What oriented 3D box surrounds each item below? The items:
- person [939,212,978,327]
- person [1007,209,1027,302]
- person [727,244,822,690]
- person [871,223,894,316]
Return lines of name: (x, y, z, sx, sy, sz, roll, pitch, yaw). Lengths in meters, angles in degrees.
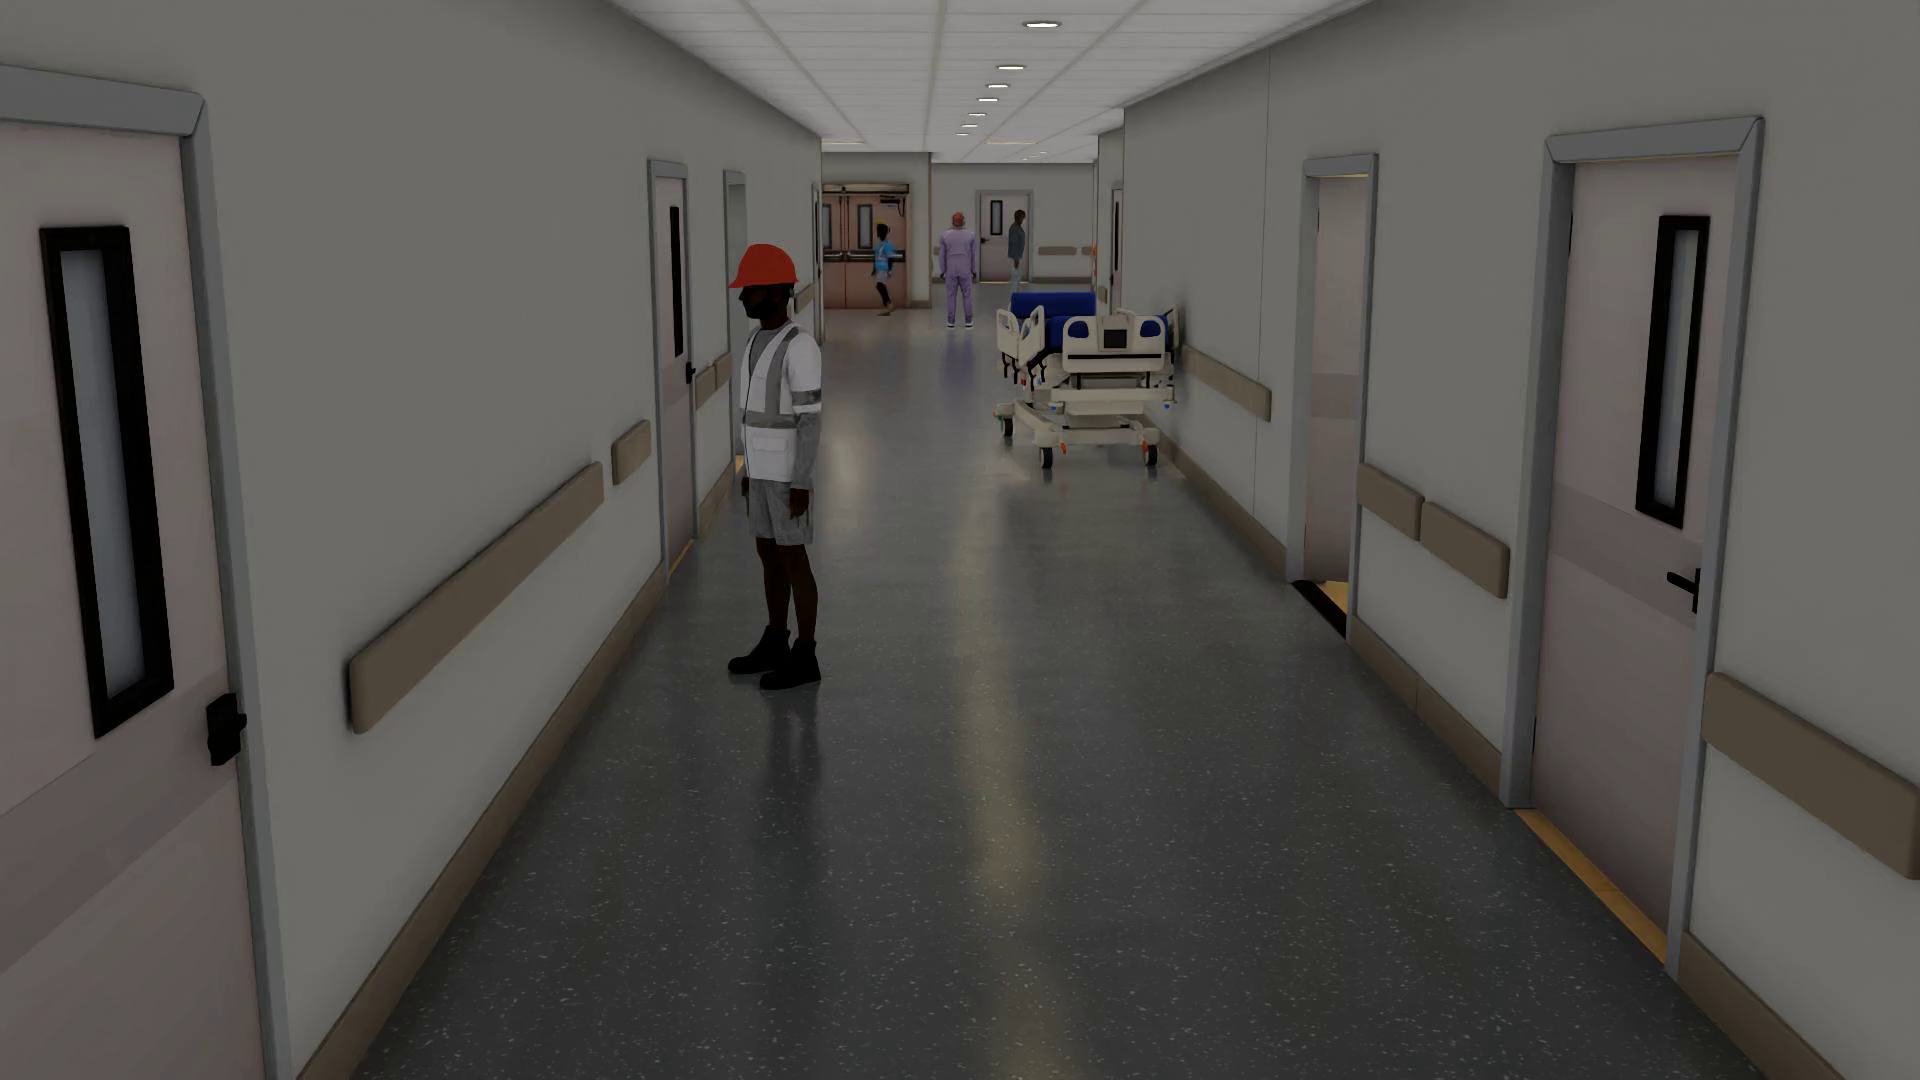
person: (-0.027, -4.511, 27.804, 0.643, 1.909, 0.400, 0, 12, 0)
person: (1.123, -5.517, 32.656, 0.377, 1.931, 0.636, 2, 12, 9)
person: (-0.822, -0.316, 7.293, 0.356, 1.937, 0.552, -8, 14, -33)
person: (-1.425, -4.933, 30.400, 0.372, 1.684, 0.541, -5, 13, -23)
